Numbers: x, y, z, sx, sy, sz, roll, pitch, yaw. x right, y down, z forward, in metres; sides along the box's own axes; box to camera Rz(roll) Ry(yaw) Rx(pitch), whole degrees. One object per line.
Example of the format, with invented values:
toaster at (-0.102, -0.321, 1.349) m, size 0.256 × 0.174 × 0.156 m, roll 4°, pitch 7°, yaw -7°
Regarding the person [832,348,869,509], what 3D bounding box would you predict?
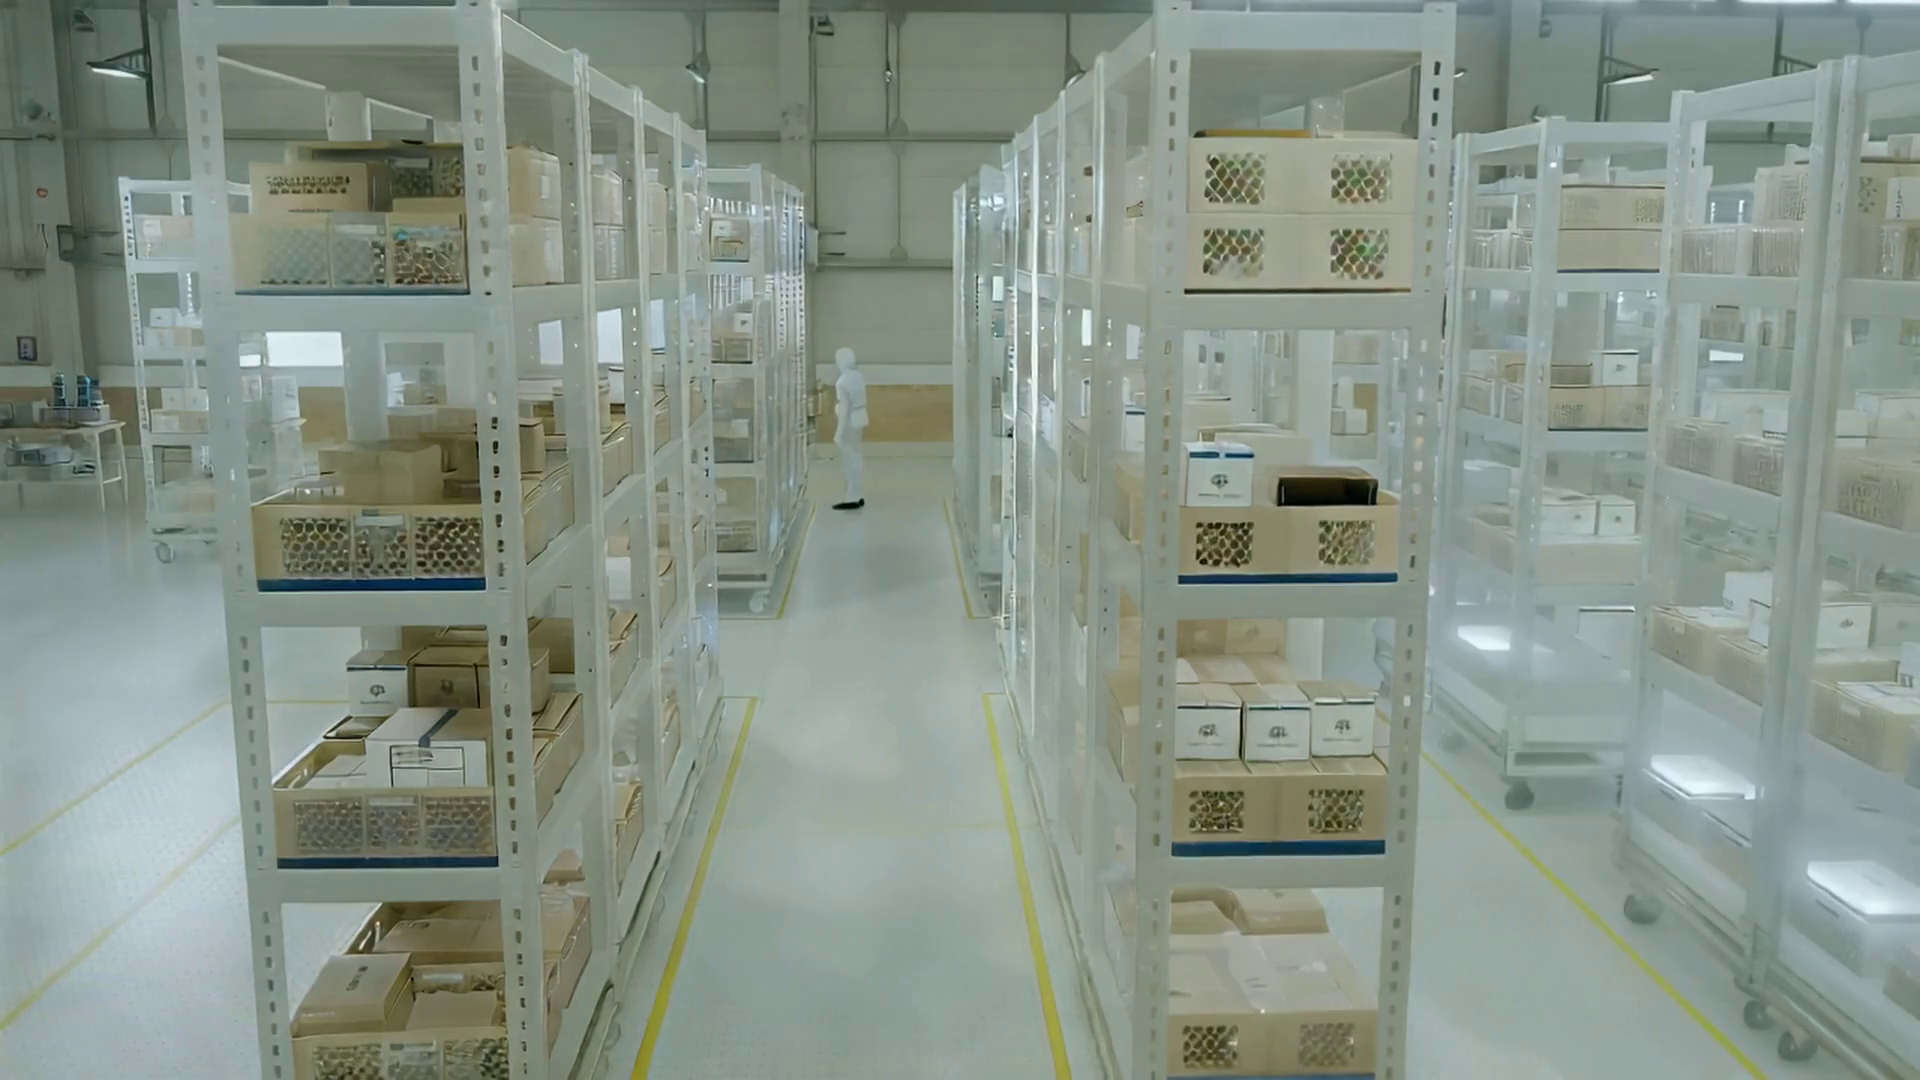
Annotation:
person at (-1.250, -1.269, 18.983) m, size 0.394 × 1.837 × 0.564 m, roll 4°, pitch 11°, yaw 23°
